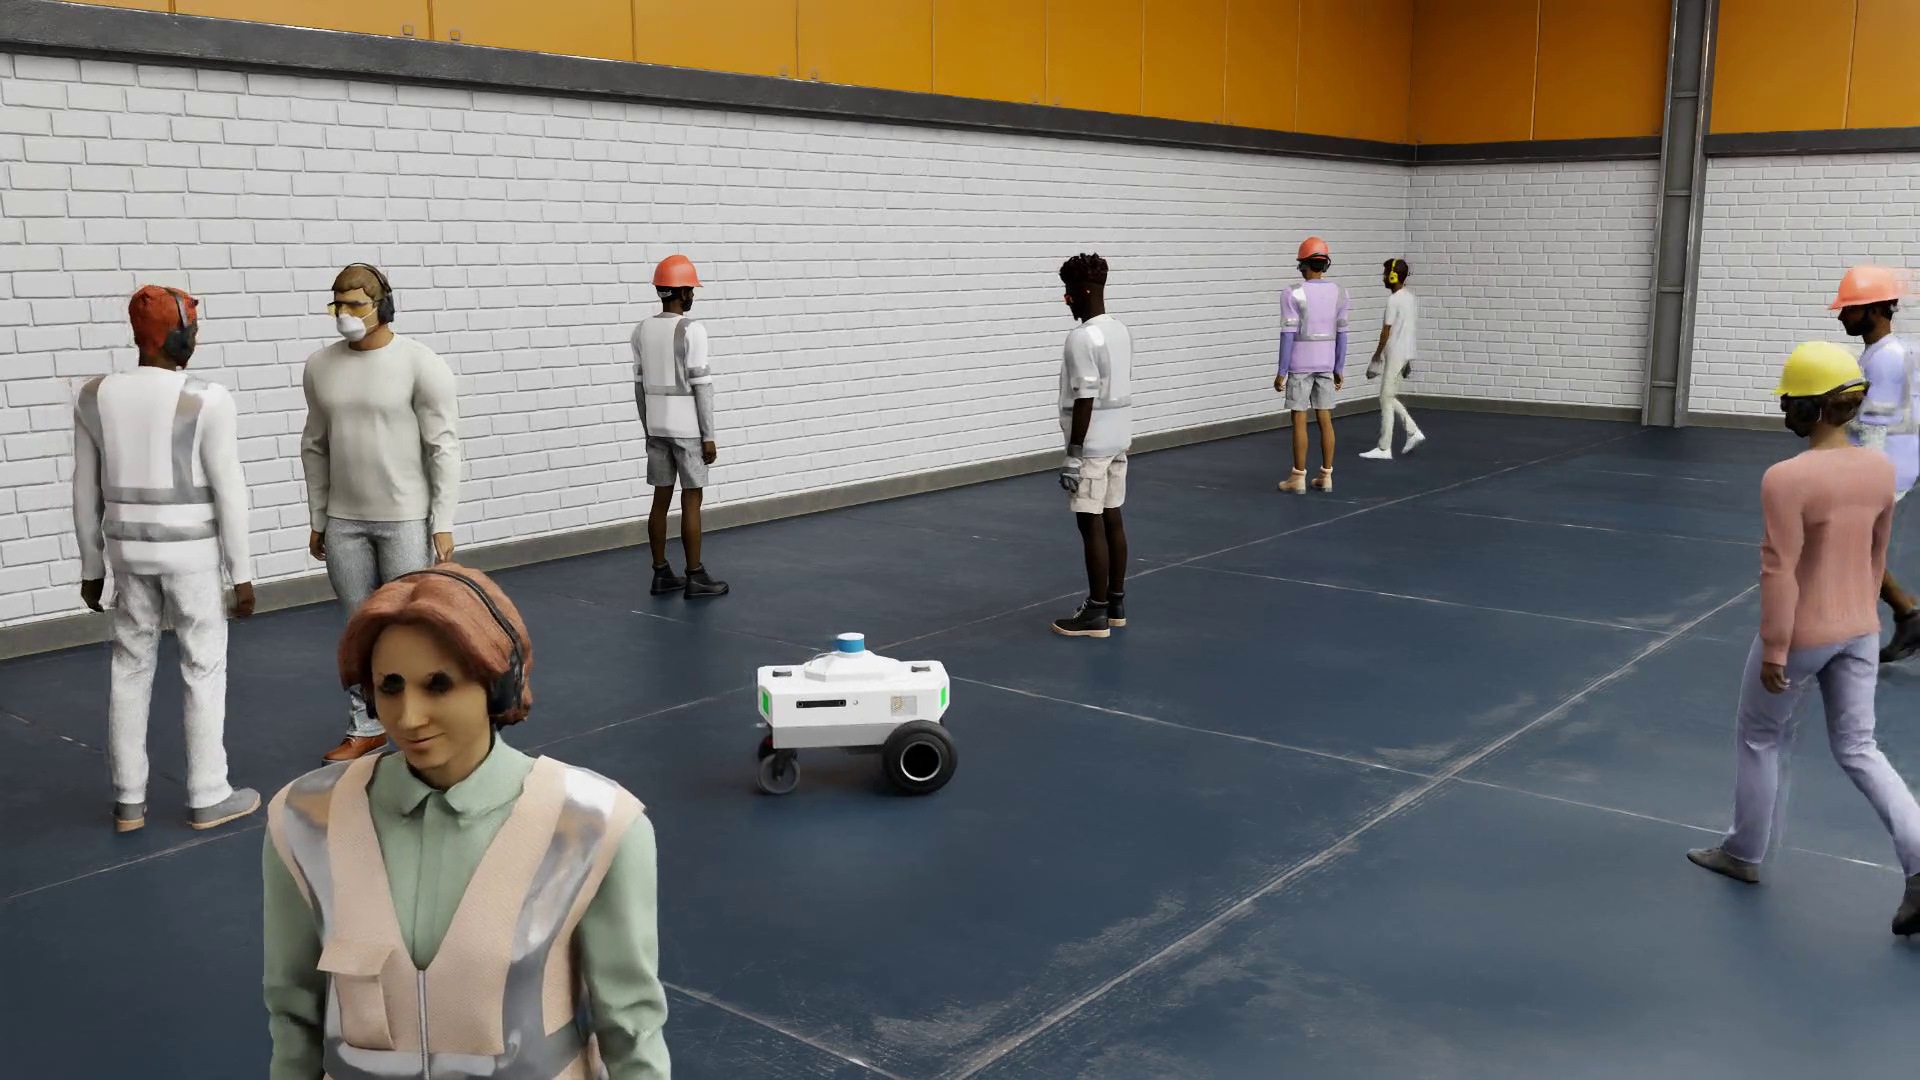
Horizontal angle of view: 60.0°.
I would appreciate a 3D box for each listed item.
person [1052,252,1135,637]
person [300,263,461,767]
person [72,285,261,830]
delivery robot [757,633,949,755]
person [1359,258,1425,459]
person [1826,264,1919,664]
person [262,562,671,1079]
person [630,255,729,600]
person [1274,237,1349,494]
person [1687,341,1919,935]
[{"bbox_3d":[0.675,-0.483,8.535,0.390,1.957,0.609,6,12,28],"label":"person"},{"bbox_3d":[-2.196,-0.070,6.305,0.637,1.936,0.355,3,11,15],"label":"person"},{"bbox_3d":[-2.754,0.079,5.712,0.670,1.879,0.338,1,10,5],"label":"person"},{"bbox_3d":[-0.405,0.591,6.215,0.707,0.478,0.477,-1,10,-7],"label":"delivery robot"},{"bbox_3d":[3.990,-1.658,15.336,0.497,1.856,0.549,6,12,32],"label":"person"},{"bbox_3d":[4.207,-0.299,7.646,0.525,1.912,0.574,5,12,27],"label":"person"},{"bbox_3d":[-0.617,0.833,2.144,0.512,1.634,0.310,1,10,4],"label":"person"},{"bbox_3d":[-1.589,-0.631,9.416,0.542,1.938,0.357,7,12,32],"label":"person"},{"bbox_3d":[2.795,-1.391,13.328,0.616,2.041,0.382,-4,11,-20],"label":"person"},{"bbox_3d":[2.614,0.280,4.946,0.529,1.733,0.818,-4,11,-20],"label":"person"}]
